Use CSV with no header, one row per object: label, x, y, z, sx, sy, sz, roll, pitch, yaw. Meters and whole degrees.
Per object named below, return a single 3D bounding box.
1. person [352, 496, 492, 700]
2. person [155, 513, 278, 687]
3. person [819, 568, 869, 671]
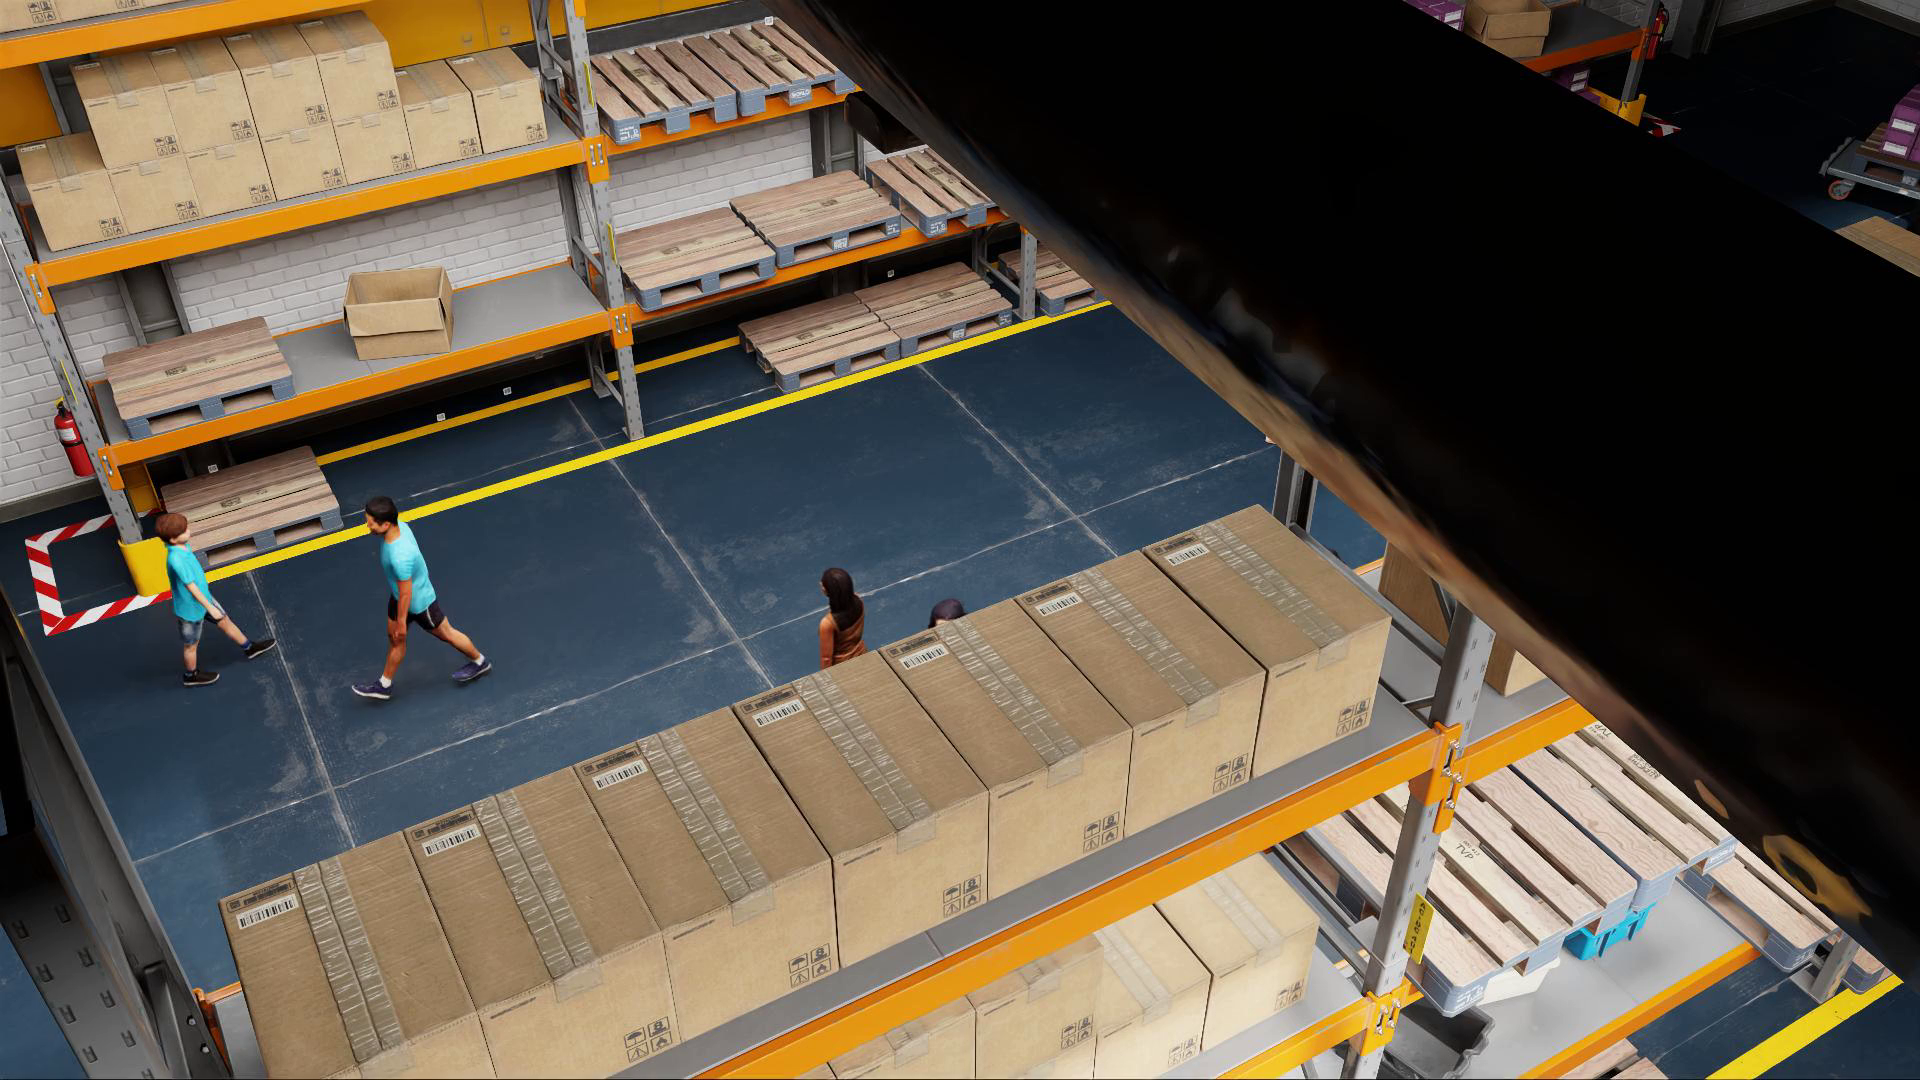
person,-3.655,0.395,11.465,1.157,1.726,0.639,-18,42,-21
person,-5.452,0.444,11.649,0.936,1.419,0.676,-10,40,-12
person,-0.750,0.852,10.927,0.698,1.683,0.589,22,43,25
